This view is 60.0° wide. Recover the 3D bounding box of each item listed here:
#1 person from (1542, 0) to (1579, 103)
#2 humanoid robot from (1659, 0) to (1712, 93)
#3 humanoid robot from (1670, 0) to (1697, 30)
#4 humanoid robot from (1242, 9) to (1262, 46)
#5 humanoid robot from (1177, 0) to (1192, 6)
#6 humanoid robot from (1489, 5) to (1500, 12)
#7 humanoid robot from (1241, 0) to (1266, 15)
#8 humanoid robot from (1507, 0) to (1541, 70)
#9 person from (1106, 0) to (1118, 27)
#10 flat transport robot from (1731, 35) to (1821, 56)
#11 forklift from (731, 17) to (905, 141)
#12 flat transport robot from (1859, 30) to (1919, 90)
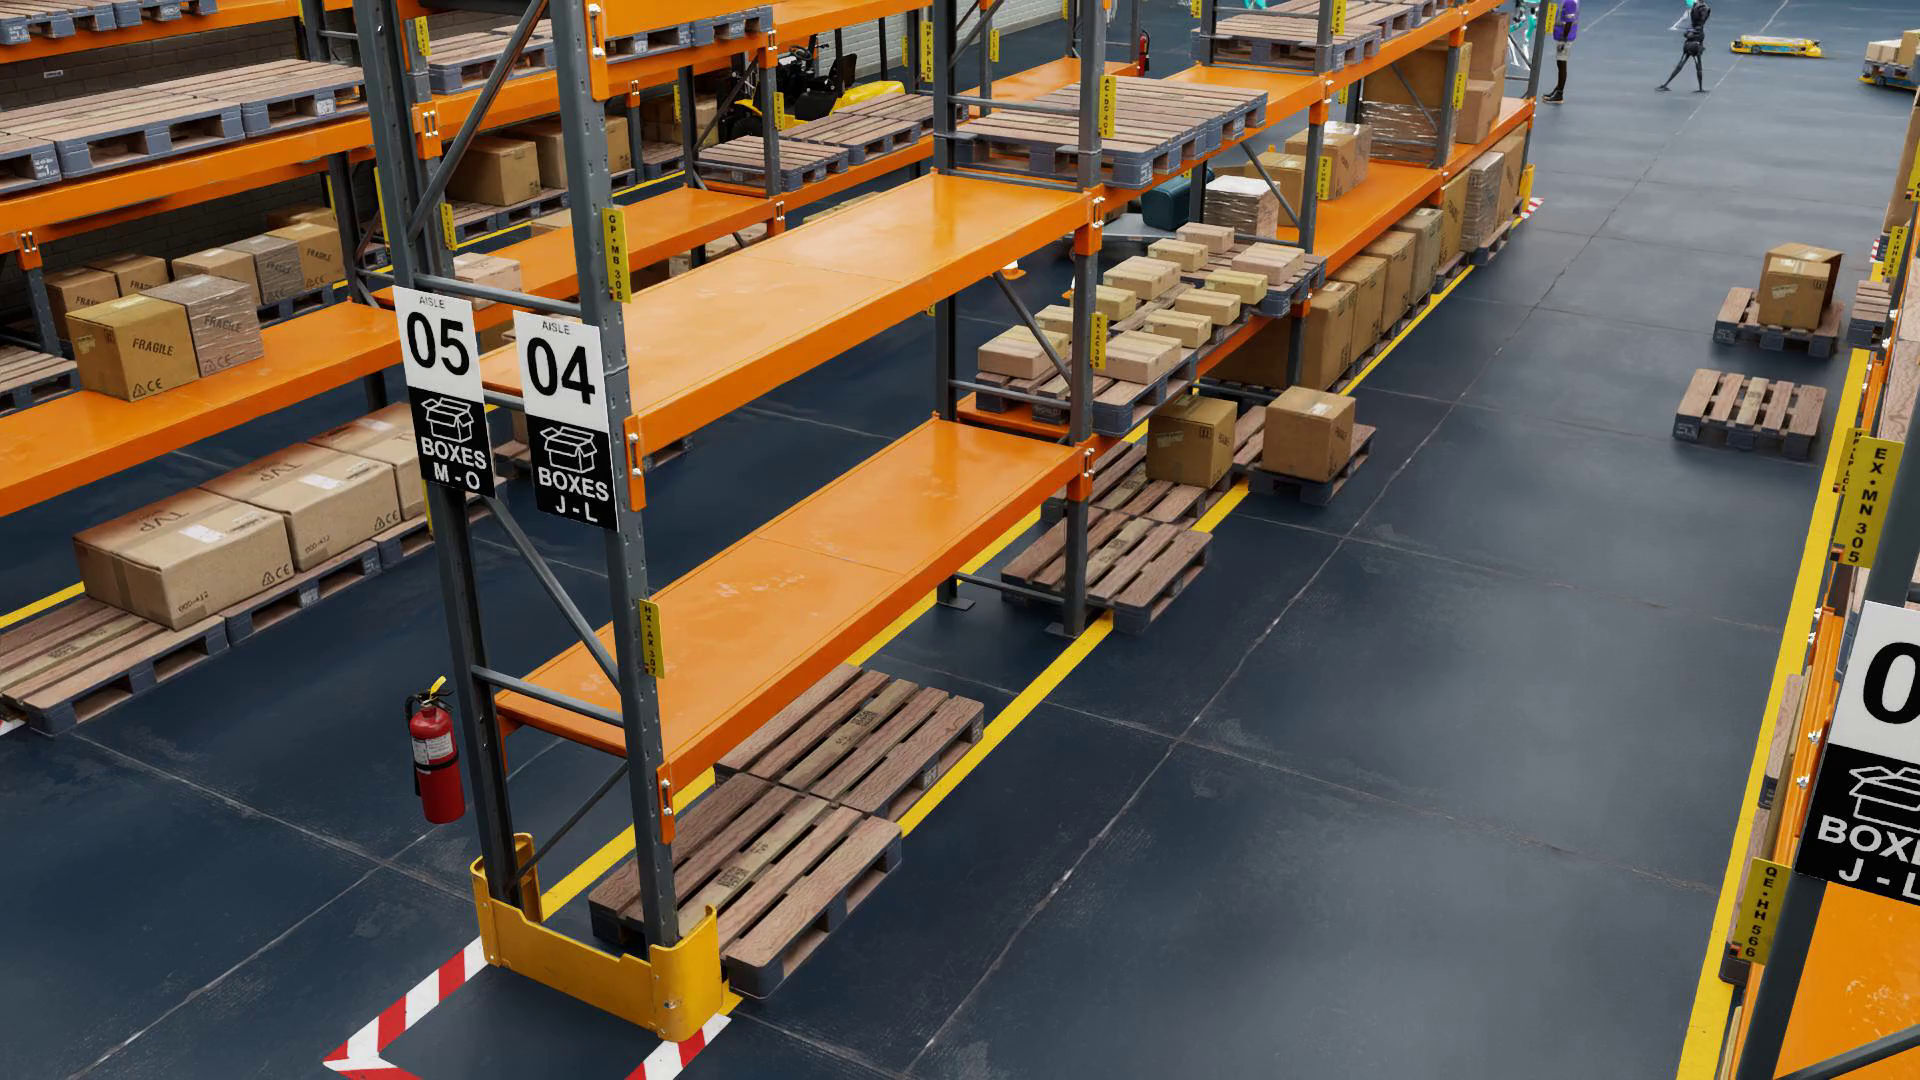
[{"bbox_3d":[9.181,-7.660,25.304,0.374,1.966,0.604,9,27,19],"label":"person"},{"bbox_3d":[11.512,-7.852,26.107,0.791,1.638,0.600,4,26,8],"label":"humanoid robot"},{"bbox_3d":[13.988,-10.520,31.595,0.811,1.840,0.563,18,31,33],"label":"humanoid robot"},{"bbox_3d":[4.274,-6.706,23.670,0.589,1.642,0.520,19,32,35],"label":"humanoid robot"},{"bbox_3d":[4.575,-11.767,33.946,0.735,1.677,0.533,-18,31,-33],"label":"humanoid robot"},{"bbox_3d":[7.854,-7.670,25.603,1.002,1.730,0.535,-7,27,-15],"label":"humanoid robot"},{"bbox_3d":[5.435,-10.172,30.805,0.757,1.787,0.538,-17,31,-32],"label":"humanoid robot"},{"bbox_3d":[9.448,-8.763,27.922,0.537,1.833,0.748,-4,26,-9],"label":"humanoid robot"},{"bbox_3d":[2.926,-10.987,32.294,0.619,1.885,0.996,-1,26,-2],"label":"person"},{"bbox_3d":[14.526,-8.791,29.609,1.431,0.231,0.659,10,27,20],"label":"flat transport robot"},{"bbox_3d":[-1.819,-5.975,21.543,2.313,2.155,1.214,14,29,26],"label":"forklift"},{"bbox_3d":[15.264,-7.341,26.596,0.659,0.231,1.431,-11,28,-22],"label":"flat transport robot"}]
